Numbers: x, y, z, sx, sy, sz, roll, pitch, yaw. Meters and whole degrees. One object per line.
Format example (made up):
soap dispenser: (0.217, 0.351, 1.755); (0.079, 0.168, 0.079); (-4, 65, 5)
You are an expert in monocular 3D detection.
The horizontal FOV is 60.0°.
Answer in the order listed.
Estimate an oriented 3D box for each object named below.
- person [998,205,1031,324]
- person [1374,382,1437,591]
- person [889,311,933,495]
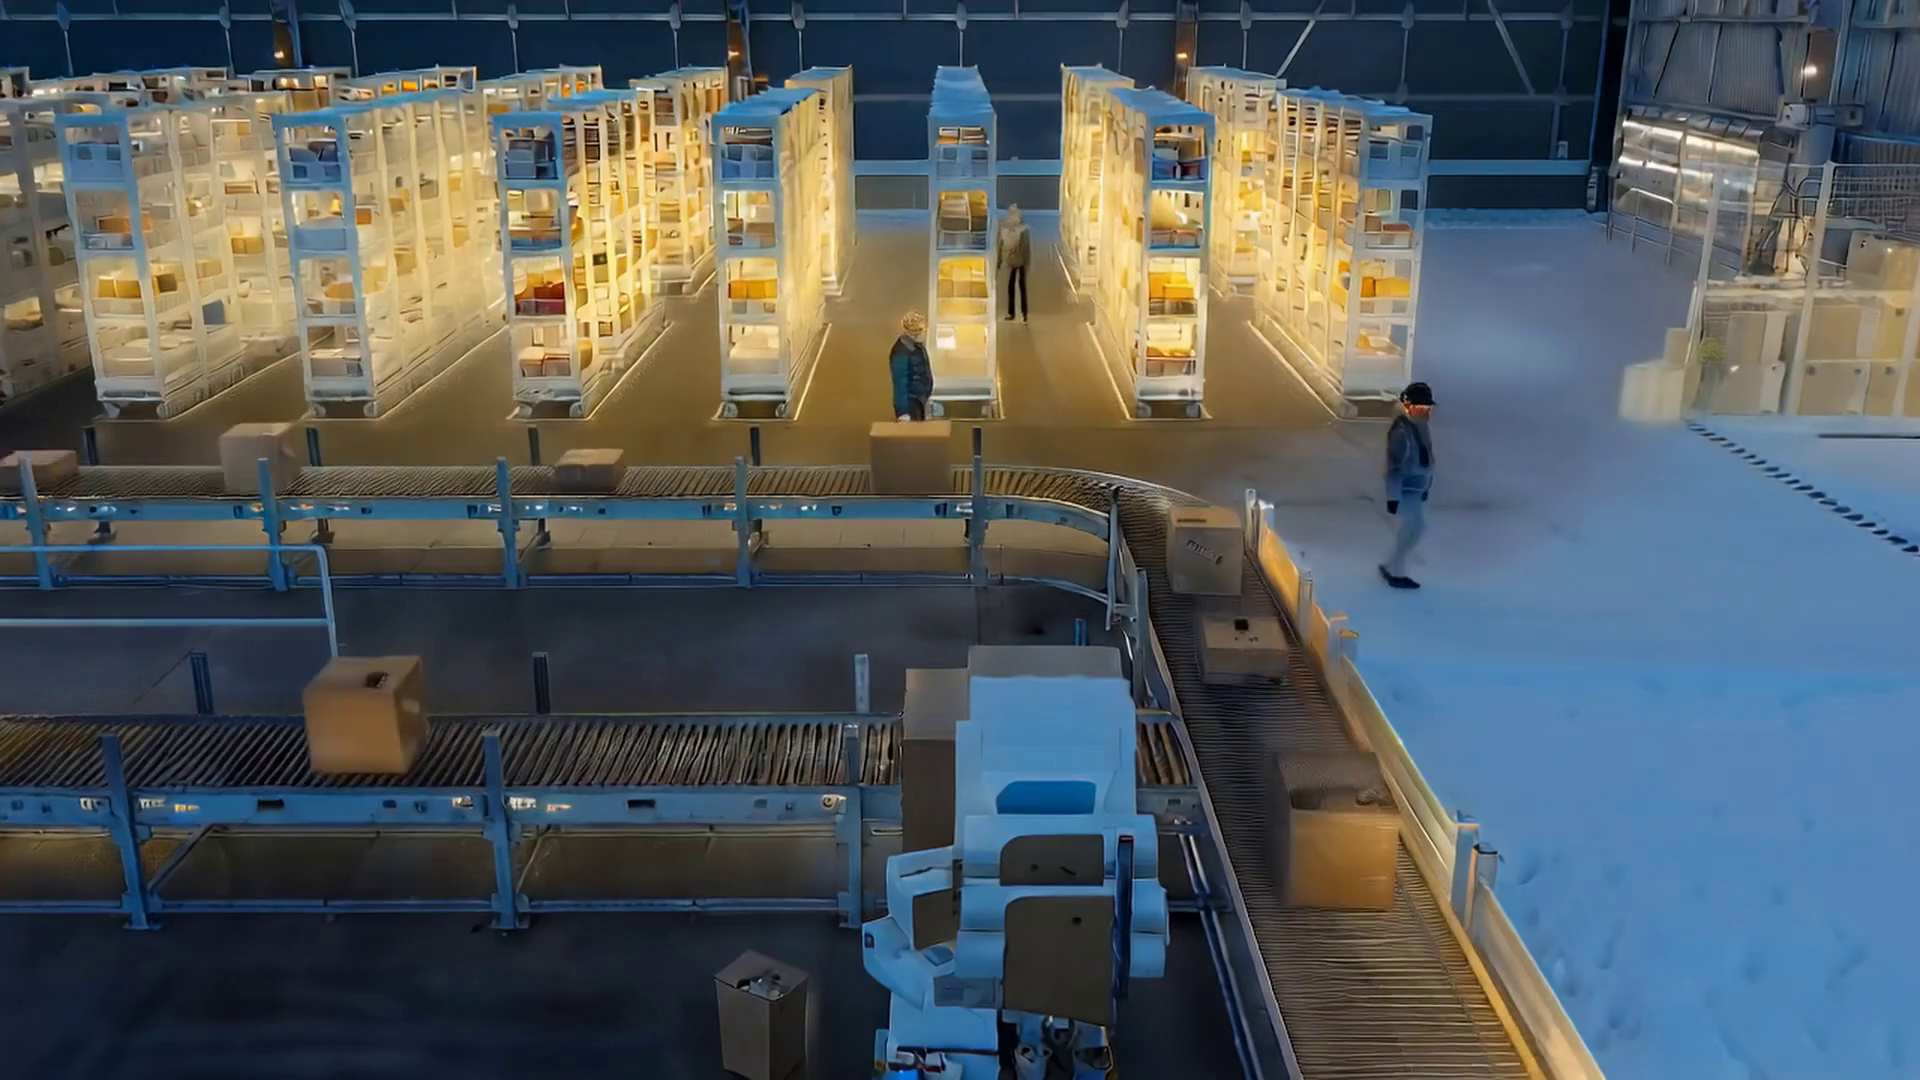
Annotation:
person: (0.846, -4.306, 25.948); (0.569, 1.831, 0.411); (11, 21, 30)
person: (3.786, -0.441, 14.043); (0.426, 1.821, 0.617); (12, 21, 33)
person: (-0.469, -1.351, 16.714); (0.407, 1.910, 0.639); (5, 19, 14)
